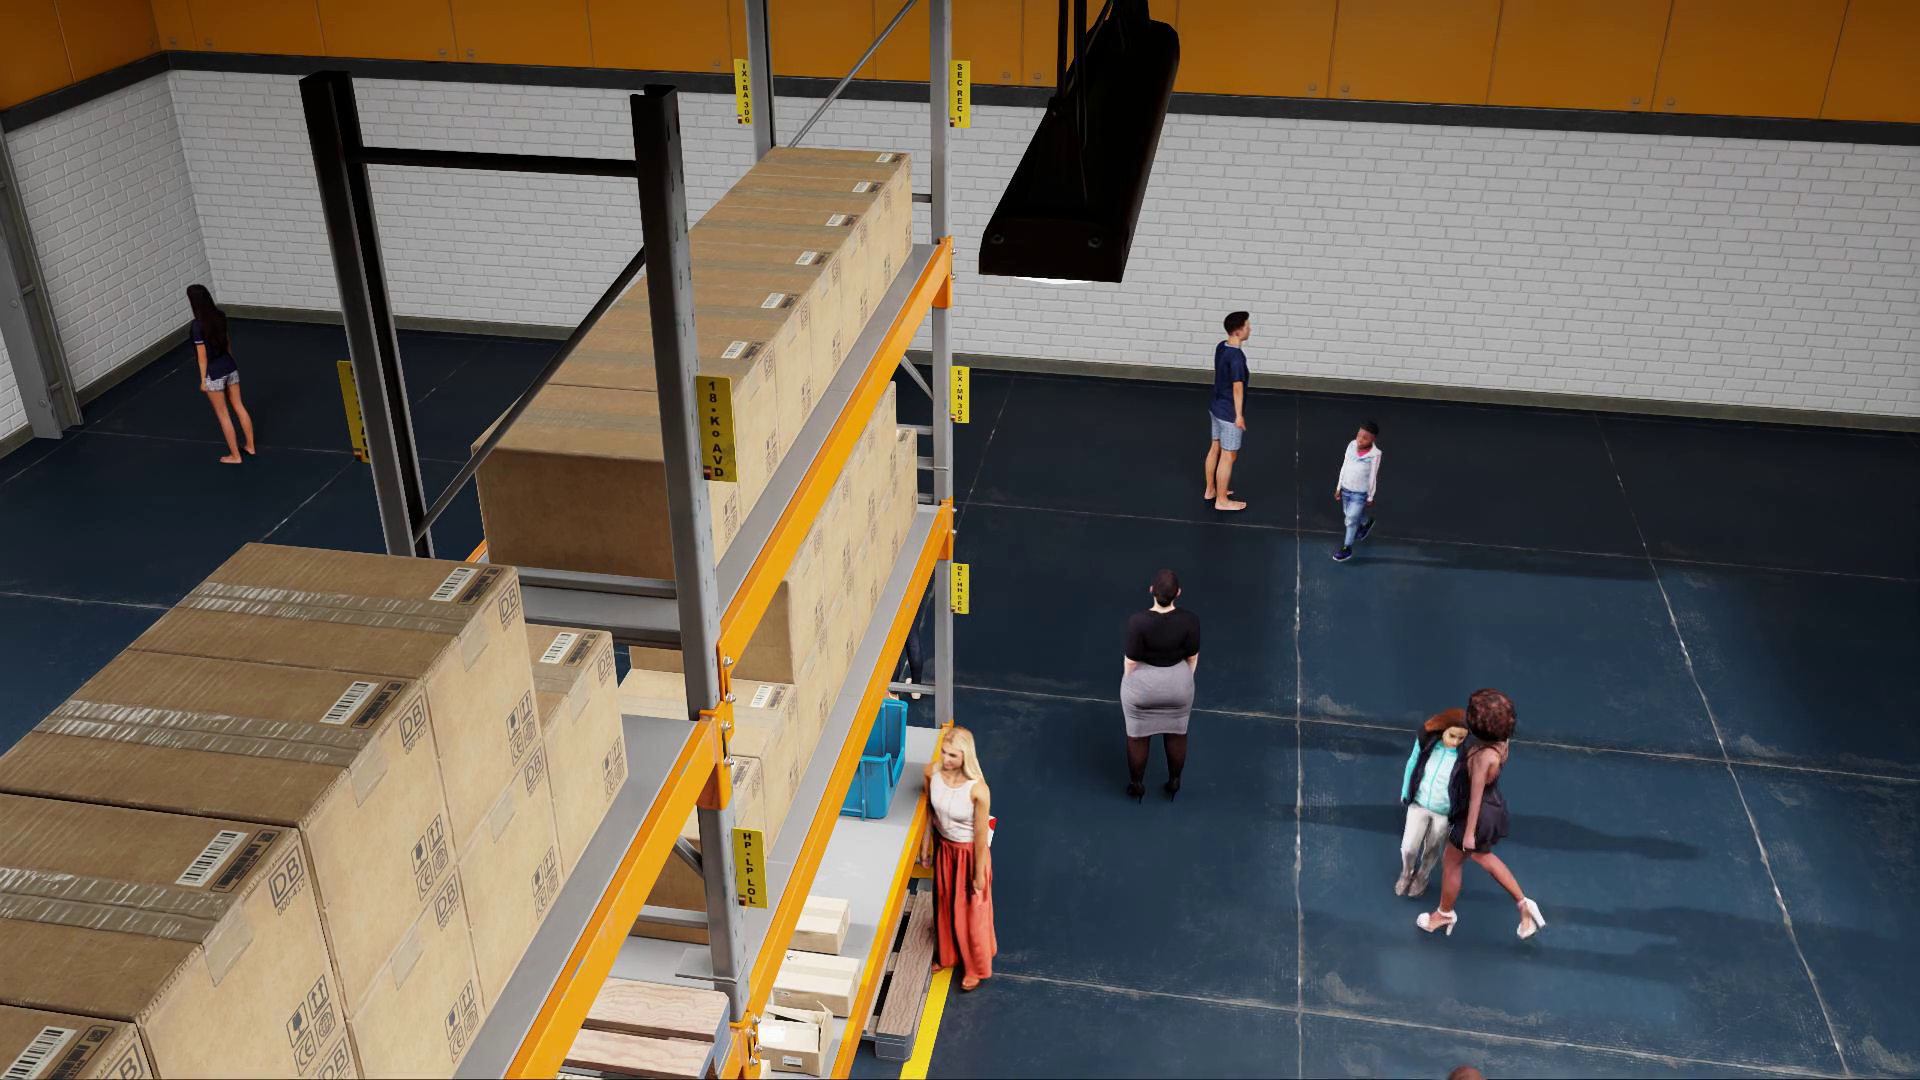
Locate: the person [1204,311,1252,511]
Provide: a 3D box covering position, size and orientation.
[{"bbox_3d":[2.391,-1.168,14.884,0.756,1.849,0.632,-6,29,-12],"label":"person"}]

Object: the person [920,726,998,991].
[{"bbox_3d":[-0.001,1.797,9.501,0.728,1.798,0.762,21,35,33],"label":"person"}]

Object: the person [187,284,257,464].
[{"bbox_3d":[-6.993,-1.569,15.707,0.686,1.765,0.527,11,30,19],"label":"person"}]

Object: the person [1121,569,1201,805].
[{"bbox_3d":[1.325,0.982,11.034,0.726,1.760,0.699,-2,29,-4],"label":"person"}]

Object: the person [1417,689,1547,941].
[{"bbox_3d":[3.130,1.675,9.754,0.874,1.769,0.969,16,32,27],"label":"person"}]

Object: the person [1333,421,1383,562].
[{"bbox_3d":[3.433,-0.464,14.225,0.879,1.243,0.799,-21,35,-33],"label":"person"}]

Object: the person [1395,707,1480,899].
[{"bbox_3d":[2.948,1.582,10.227,0.680,1.481,0.695,21,35,33],"label":"person"}]
